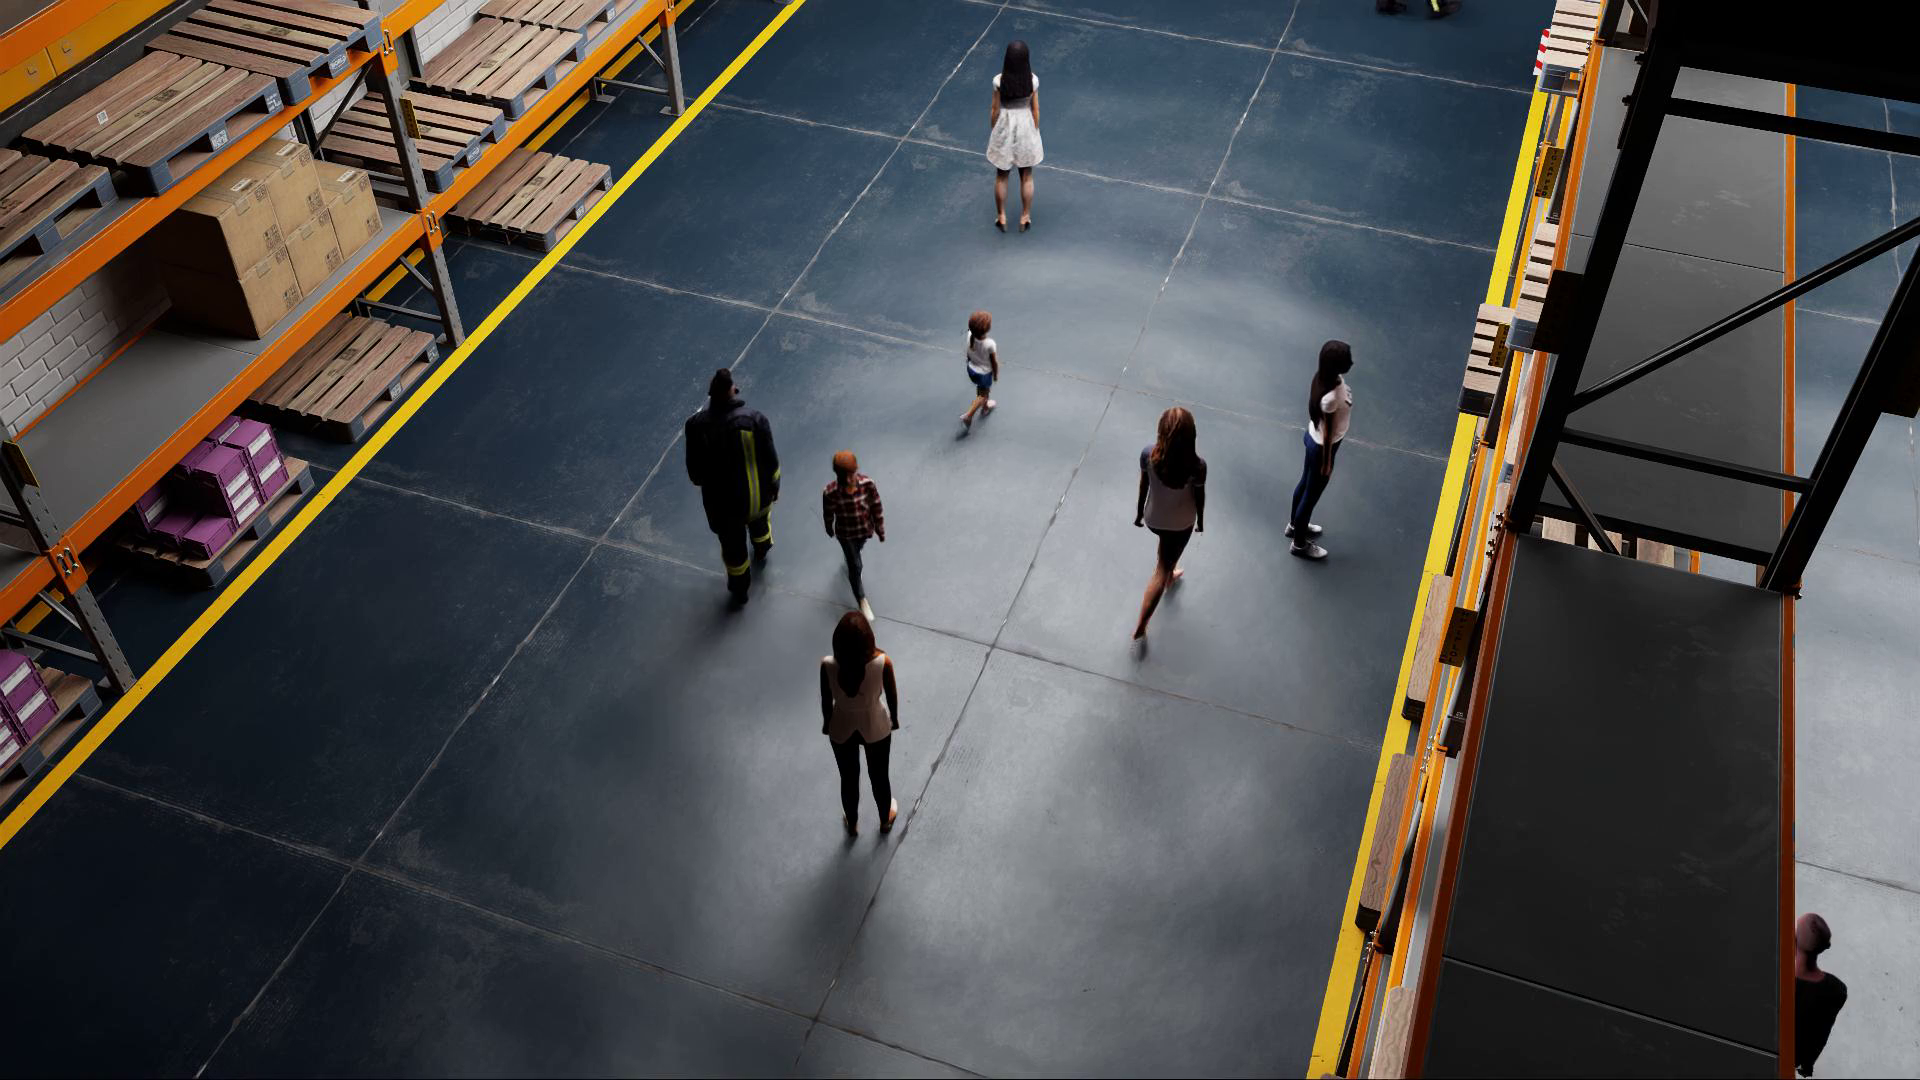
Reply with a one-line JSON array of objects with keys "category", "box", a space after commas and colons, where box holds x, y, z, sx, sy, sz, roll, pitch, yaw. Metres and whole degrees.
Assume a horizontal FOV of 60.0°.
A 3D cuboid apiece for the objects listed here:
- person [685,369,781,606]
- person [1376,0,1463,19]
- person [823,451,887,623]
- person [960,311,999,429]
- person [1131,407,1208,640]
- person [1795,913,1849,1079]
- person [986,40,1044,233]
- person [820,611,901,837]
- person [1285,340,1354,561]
[{"category": "person", "box": [-1.486, -0.316, 11.007, 1.017, 1.840, 1.129, -5, 44, -6]}, {"category": "person", "box": [4.736, -6.333, 17.366, 1.037, 1.783, 1.159, 0, 44, 0]}, {"category": "person", "box": [-0.736, -0.137, 11.229, 0.893, 1.275, 0.966, -17, 46, -17]}, {"category": "person", "box": [0.134, -1.291, 12.633, 0.558, 1.010, 0.724, 30, 51, 28]}, {"category": "person", "box": [1.336, -0.075, 10.864, 0.750, 1.689, 1.135, 23, 48, 22]}, {"category": "person", "box": [3.935, 2.530, 8.106, 0.633, 1.722, 0.809, 11, 45, 12]}, {"category": "person", "box": [0.479, -3.479, 14.378, 0.746, 1.770, 0.749, 0, 44, 0]}, {"category": "person", "box": [-0.576, 1.087, 9.576, 0.675, 1.784, 0.657, -2, 44, -2]}, {"category": "person", "box": [2.456, -0.628, 11.382, 0.694, 1.775, 0.533, 4, 44, 4]}]
